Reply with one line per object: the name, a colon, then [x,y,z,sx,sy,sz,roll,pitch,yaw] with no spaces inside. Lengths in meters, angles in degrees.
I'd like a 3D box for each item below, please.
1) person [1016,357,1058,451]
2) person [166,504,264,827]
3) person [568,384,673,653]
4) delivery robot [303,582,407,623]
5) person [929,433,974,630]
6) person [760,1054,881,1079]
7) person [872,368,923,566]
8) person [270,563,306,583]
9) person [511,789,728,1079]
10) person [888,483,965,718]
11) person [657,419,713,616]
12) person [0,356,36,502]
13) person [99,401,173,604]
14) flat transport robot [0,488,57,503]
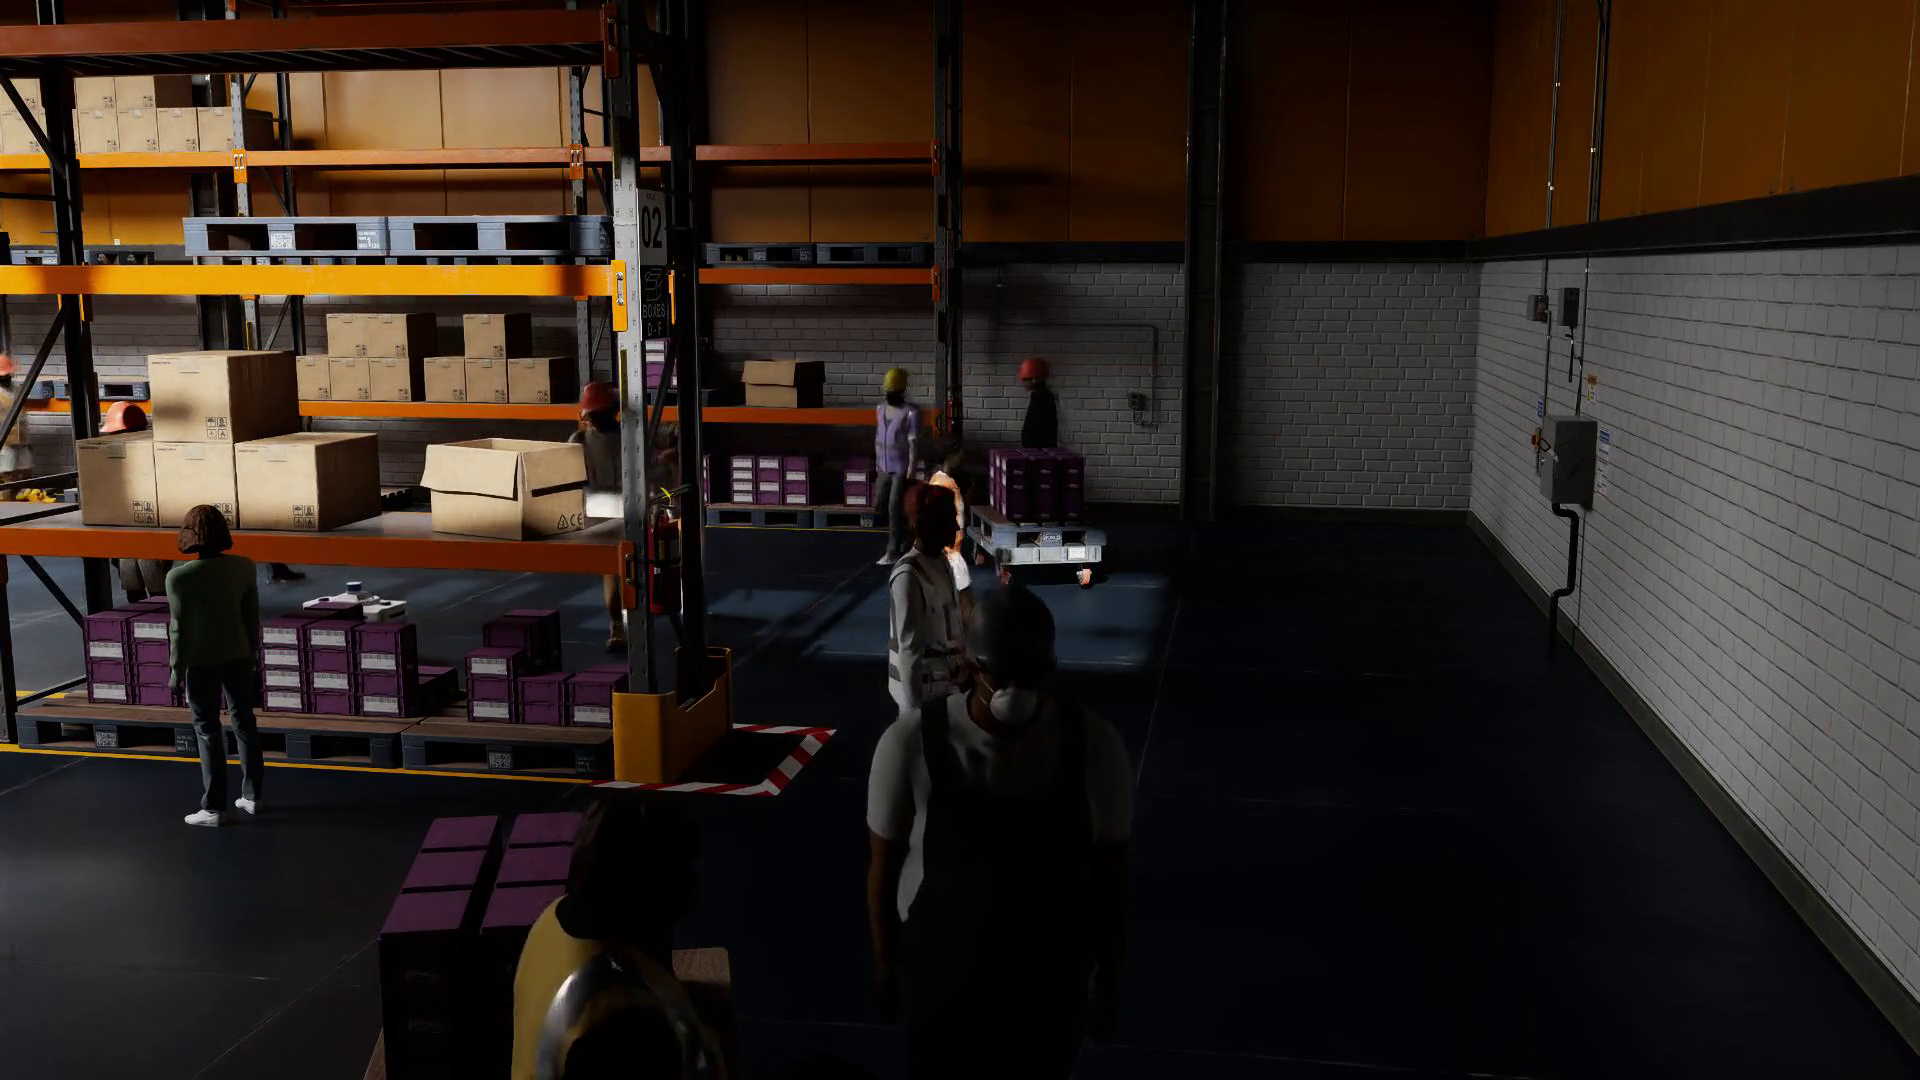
person: [0.785,-0.813,16.355,0.486,1.967,0.613,1,9,3]
person: [-3.770,0.631,8.428,0.278,1.633,0.507,5,11,30]
person: [-2.495,-0.166,12.310,0.749,1.975,0.987,-3,10,-18]
delivery robot: [-4.359,0.547,11.998,0.707,0.478,0.477,3,10,16]
person: [-0.013,0.073,11.787,0.849,1.652,0.551,-1,9,-8]
person: [-0.224,1.517,2.213,0.991,1.874,0.599,7,11,36]
person: [-0.598,-0.691,15.791,0.615,1.896,0.497,8,12,42]
person: [-6.270,-0.558,14.815,0.662,1.948,0.600,-7,12,-39]
person: [-0.733,1.373,3.273,0.580,1.823,0.643,-4,10,-24]
person: [-0.136,0.686,7.309,0.343,1.882,0.585,2,9,12]
person: [-2.312,-0.178,13.465,0.515,1.622,0.554,5,10,27]
person: [-10.485,-1.079,18.235,0.621,1.901,0.609,3,10,17]
person: [-5.556,0.027,11.243,0.551,1.933,0.372,4,10,23]
flat transport robot: [-11.331,-0.446,19.327,1.431,0.197,0.652,-4,10,-25]
